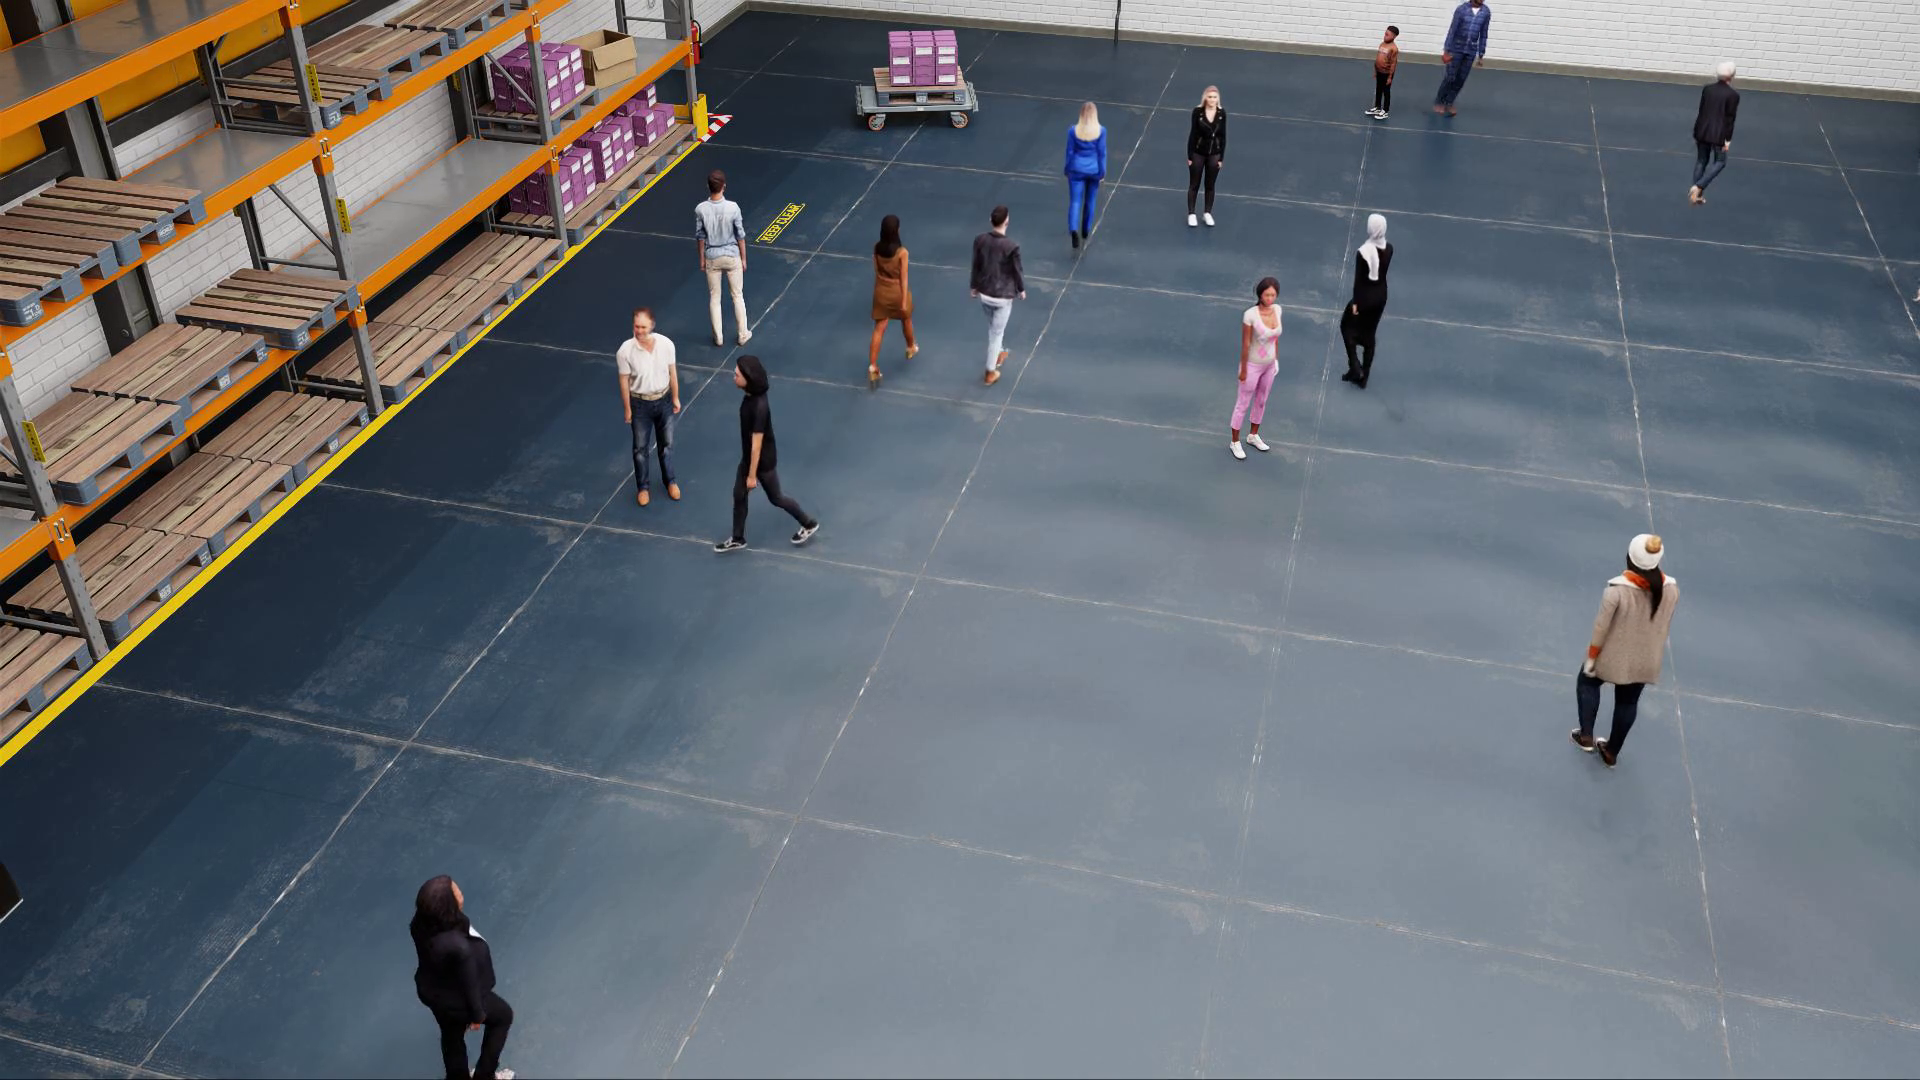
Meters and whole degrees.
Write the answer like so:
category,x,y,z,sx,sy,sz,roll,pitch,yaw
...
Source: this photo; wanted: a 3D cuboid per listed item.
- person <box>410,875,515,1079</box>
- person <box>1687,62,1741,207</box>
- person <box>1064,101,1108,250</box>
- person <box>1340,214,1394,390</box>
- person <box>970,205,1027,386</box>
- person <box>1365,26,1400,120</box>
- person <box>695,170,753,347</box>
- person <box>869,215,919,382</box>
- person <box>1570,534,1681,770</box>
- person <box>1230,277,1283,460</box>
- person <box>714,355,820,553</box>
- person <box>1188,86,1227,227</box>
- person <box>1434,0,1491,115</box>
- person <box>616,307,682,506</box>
category,x,y,z,sx,sy,sz,roll,pitch,yaw
person,-2.806,2.519,9.057,0.736,1.599,0.744,20,39,27
person,8.734,-4.671,19.311,0.925,1.776,0.945,-21,39,-29
person,1.424,-4.148,19.015,0.722,1.679,1.055,4,34,6
person,4.009,-2.253,16.087,0.723,1.765,0.768,-13,36,-18
person,0.315,-2.341,16.173,0.820,1.817,0.986,18,37,24
person,5.848,-6.440,22.847,0.652,1.254,0.585,-16,37,-22
person,-2.424,-2.866,16.935,0.706,1.846,0.631,0,34,-1
person,-0.717,-2.329,16.315,0.747,1.639,1.165,16,37,23
person,4.579,0.804,11.385,0.766,1.878,0.740,2,34,3
person,2.706,-1.579,15.094,0.651,1.742,0.712,-18,38,-25
person,-1.560,-0.690,13.705,1.120,1.799,1.164,-11,35,-17
person,2.888,-4.523,19.575,0.652,1.685,0.621,0,34,0
person,6.841,-6.718,22.782,0.779,1.790,0.736,4,34,6
person,-2.682,-1.206,14.433,0.750,1.851,0.763,-10,35,-15
